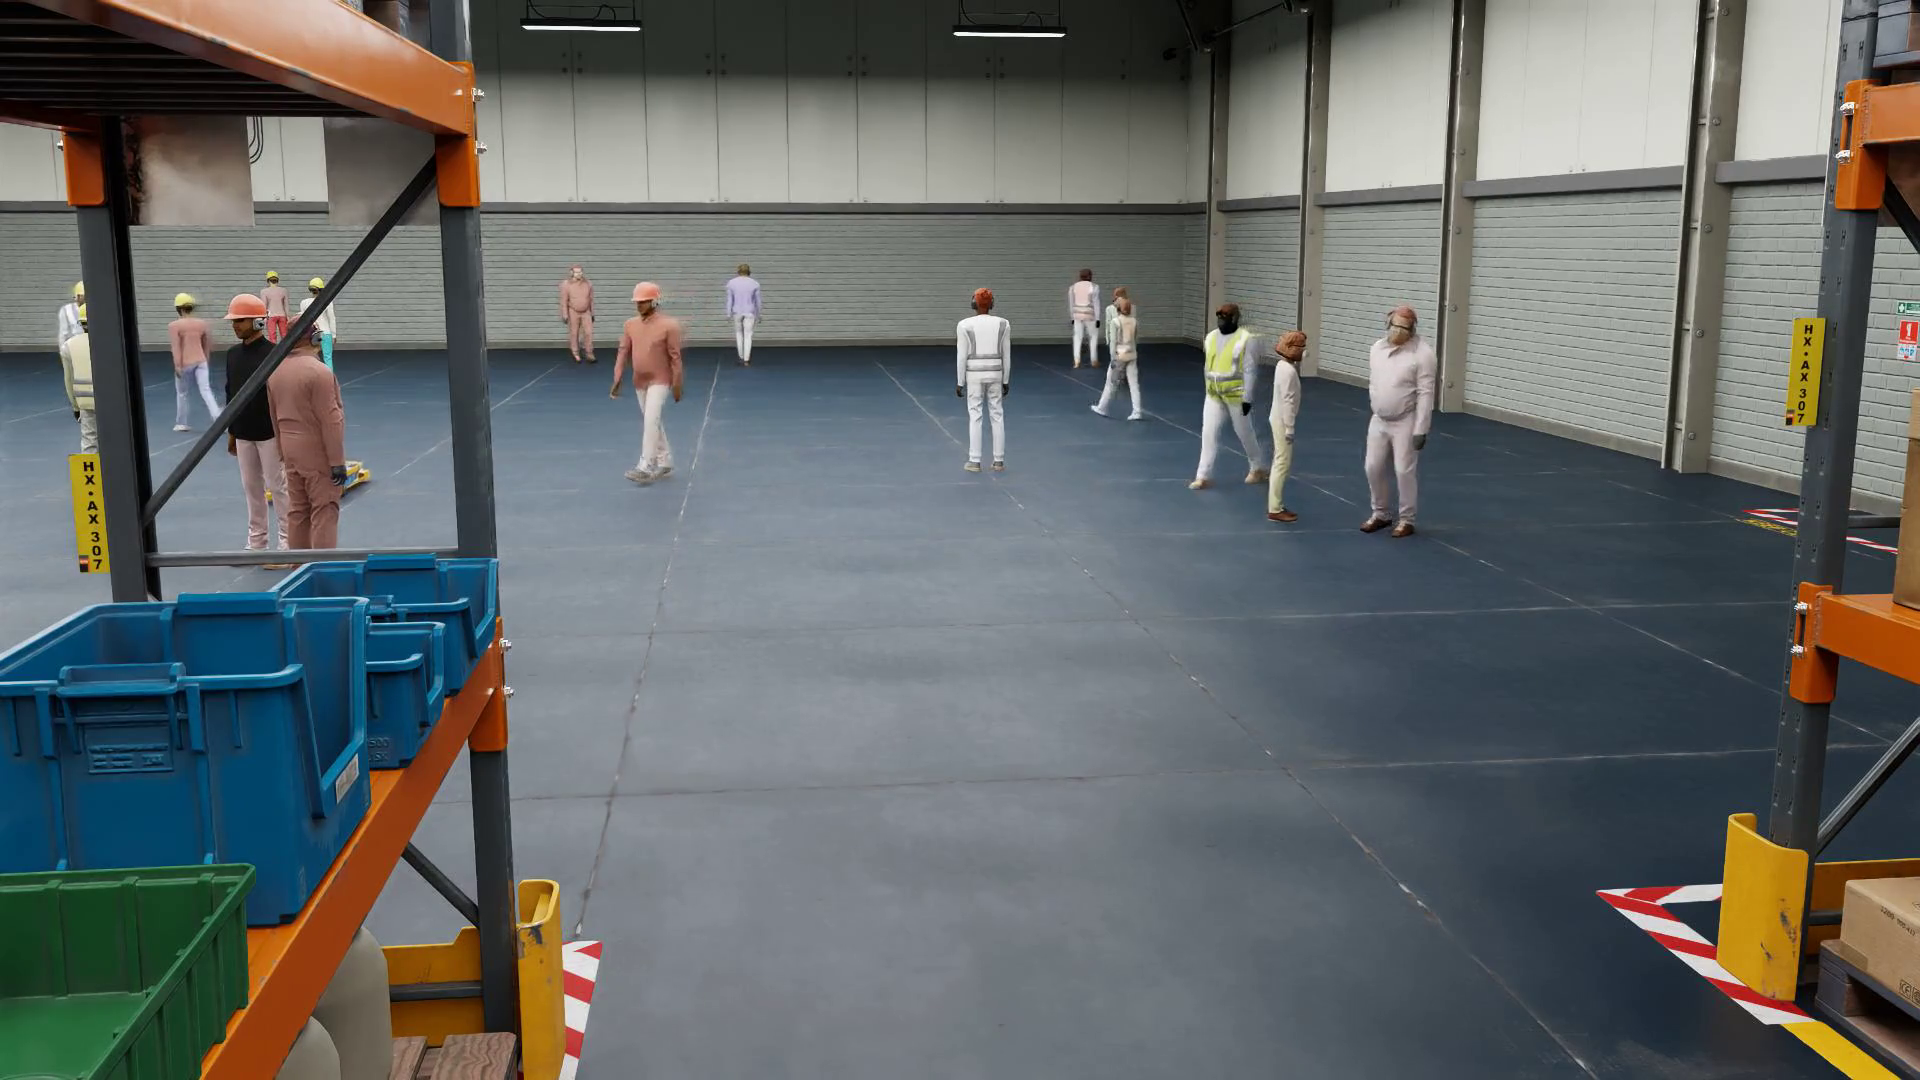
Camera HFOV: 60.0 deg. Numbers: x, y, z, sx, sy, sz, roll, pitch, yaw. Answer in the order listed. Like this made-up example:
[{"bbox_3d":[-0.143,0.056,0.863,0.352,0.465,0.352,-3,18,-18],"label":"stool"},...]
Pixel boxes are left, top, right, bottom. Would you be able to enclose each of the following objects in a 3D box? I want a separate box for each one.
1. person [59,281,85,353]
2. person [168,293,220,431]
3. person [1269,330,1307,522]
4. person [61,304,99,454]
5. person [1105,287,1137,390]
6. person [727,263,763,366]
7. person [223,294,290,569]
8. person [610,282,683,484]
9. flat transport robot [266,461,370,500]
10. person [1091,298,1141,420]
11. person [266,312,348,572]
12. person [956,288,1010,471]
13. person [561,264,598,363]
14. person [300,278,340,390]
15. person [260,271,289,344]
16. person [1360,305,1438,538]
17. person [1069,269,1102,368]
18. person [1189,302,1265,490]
[{"bbox_3d":[-11.461,-2.484,21.889,0.607,1.809,0.733,-9,14,-41],"label":"person"},{"bbox_3d":[-9.429,-2.170,20.459,0.900,1.735,0.528,8,13,36],"label":"person"},{"bbox_3d":[2.769,-0.964,14.110,0.289,1.623,0.507,1,10,7],"label":"person"},{"bbox_3d":[-7.742,-1.235,15.003,0.591,1.837,0.403,1,10,8],"label":"person"},{"bbox_3d":[2.548,-3.200,26.361,0.510,1.615,0.619,0,10,1],"label":"person"},{"bbox_3d":[-4.050,-4.259,31.416,0.657,1.894,0.956,0,10,2],"label":"person"},{"bbox_3d":[-5.101,-0.783,12.091,0.622,1.994,0.381,5,11,25],"label":"person"},{"bbox_3d":[-3.110,-1.532,16.298,0.615,1.949,0.958,5,12,28],"label":"person"},{"bbox_3d":[-6.067,-0.573,15.667,0.652,0.197,1.431,-1,10,-6],"label":"flat transport robot"},{"bbox_3d":[2.117,-2.387,21.968,0.545,1.586,0.866,-7,13,-35],"label":"person"},{"bbox_3d":[-4.304,-0.561,11.111,0.651,1.910,0.409,7,13,35],"label":"person"},{"bbox_3d":[0.239,-1.643,17.116,0.576,1.882,0.362,-3,11,-14],"label":"person"},{"bbox_3d":[-7.212,-4.281,31.586,0.677,1.866,0.893,-6,12,-28],"label":"person"},{"bbox_3d":[-10.005,-3.204,25.992,0.522,1.769,0.310,0,10,-2],"label":"person"},{"bbox_3d":[-12.975,-4.212,31.518,0.528,1.767,0.329,-9,14,-42],"label":"person"},{"bbox_3d":[3.514,-0.936,13.270,0.520,1.870,0.666,-9,14,-40],"label":"person"},{"bbox_3d":[2.366,-4.103,30.783,0.669,1.812,0.786,6,12,30],"label":"person"},{"bbox_3d":[2.620,-1.397,16.025,0.638,1.800,0.980,10,14,43],"label":"person"}]
